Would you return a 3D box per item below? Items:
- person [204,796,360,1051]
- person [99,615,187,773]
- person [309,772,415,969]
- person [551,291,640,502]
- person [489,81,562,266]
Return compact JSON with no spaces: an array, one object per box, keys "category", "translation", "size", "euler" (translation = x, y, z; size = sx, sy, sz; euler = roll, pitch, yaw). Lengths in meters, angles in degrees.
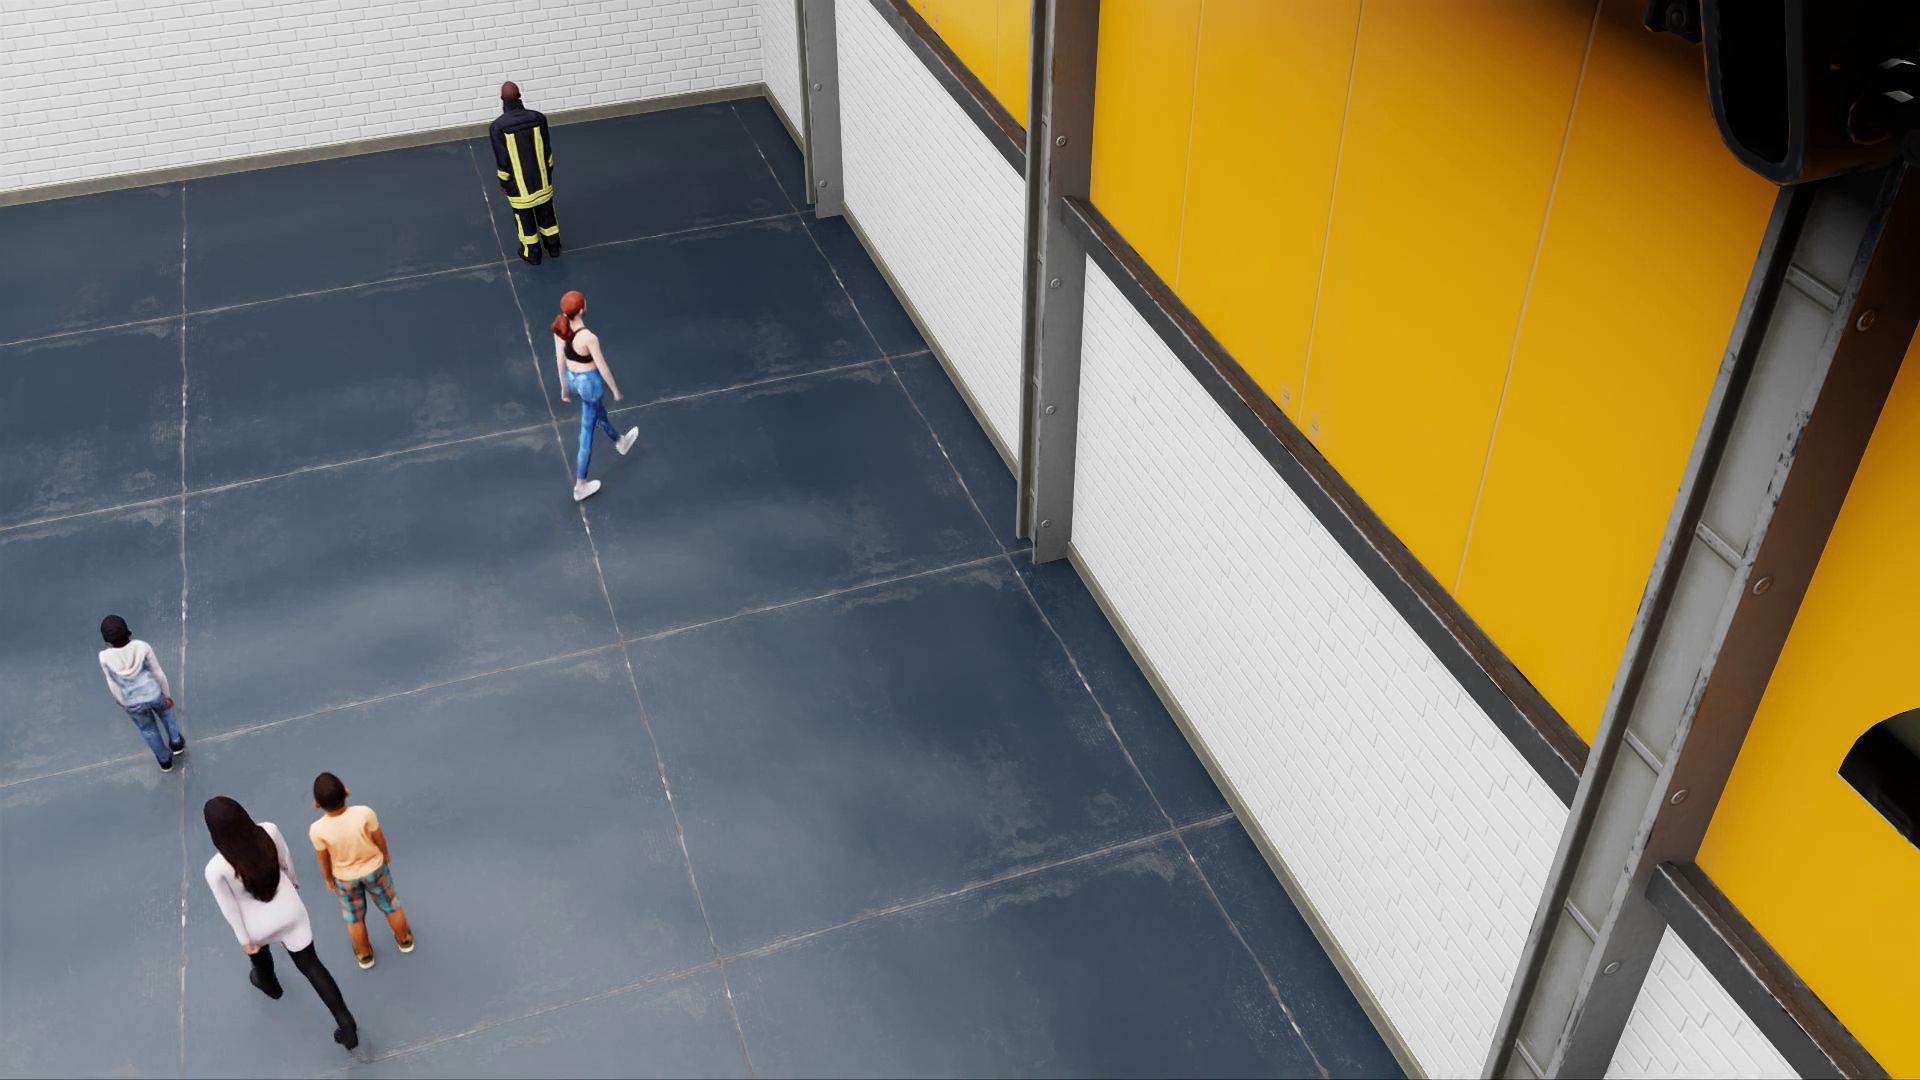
[{"category":"person","translation":[-3.675,2.107,8.992],"size":[1.282,1.762,1.053],"euler":[27,46,30]},{"category":"person","translation":[-5.293,1.024,10.759],"size":[0.528,1.250,0.569],"euler":[-22,44,-25]},{"category":"person","translation":[-3.439,1.886,9.513],"size":[0.542,1.458,0.513],"euler":[-18,42,-21]},{"category":"person","translation":[-2.978,-1.091,13.008],"size":[1.108,1.747,1.090],"euler":[21,43,24]},{"category":"person","translation":[-4.190,-3.554,16.033],"size":[0.823,1.821,0.780],"euler":[-25,45,-28]}]
